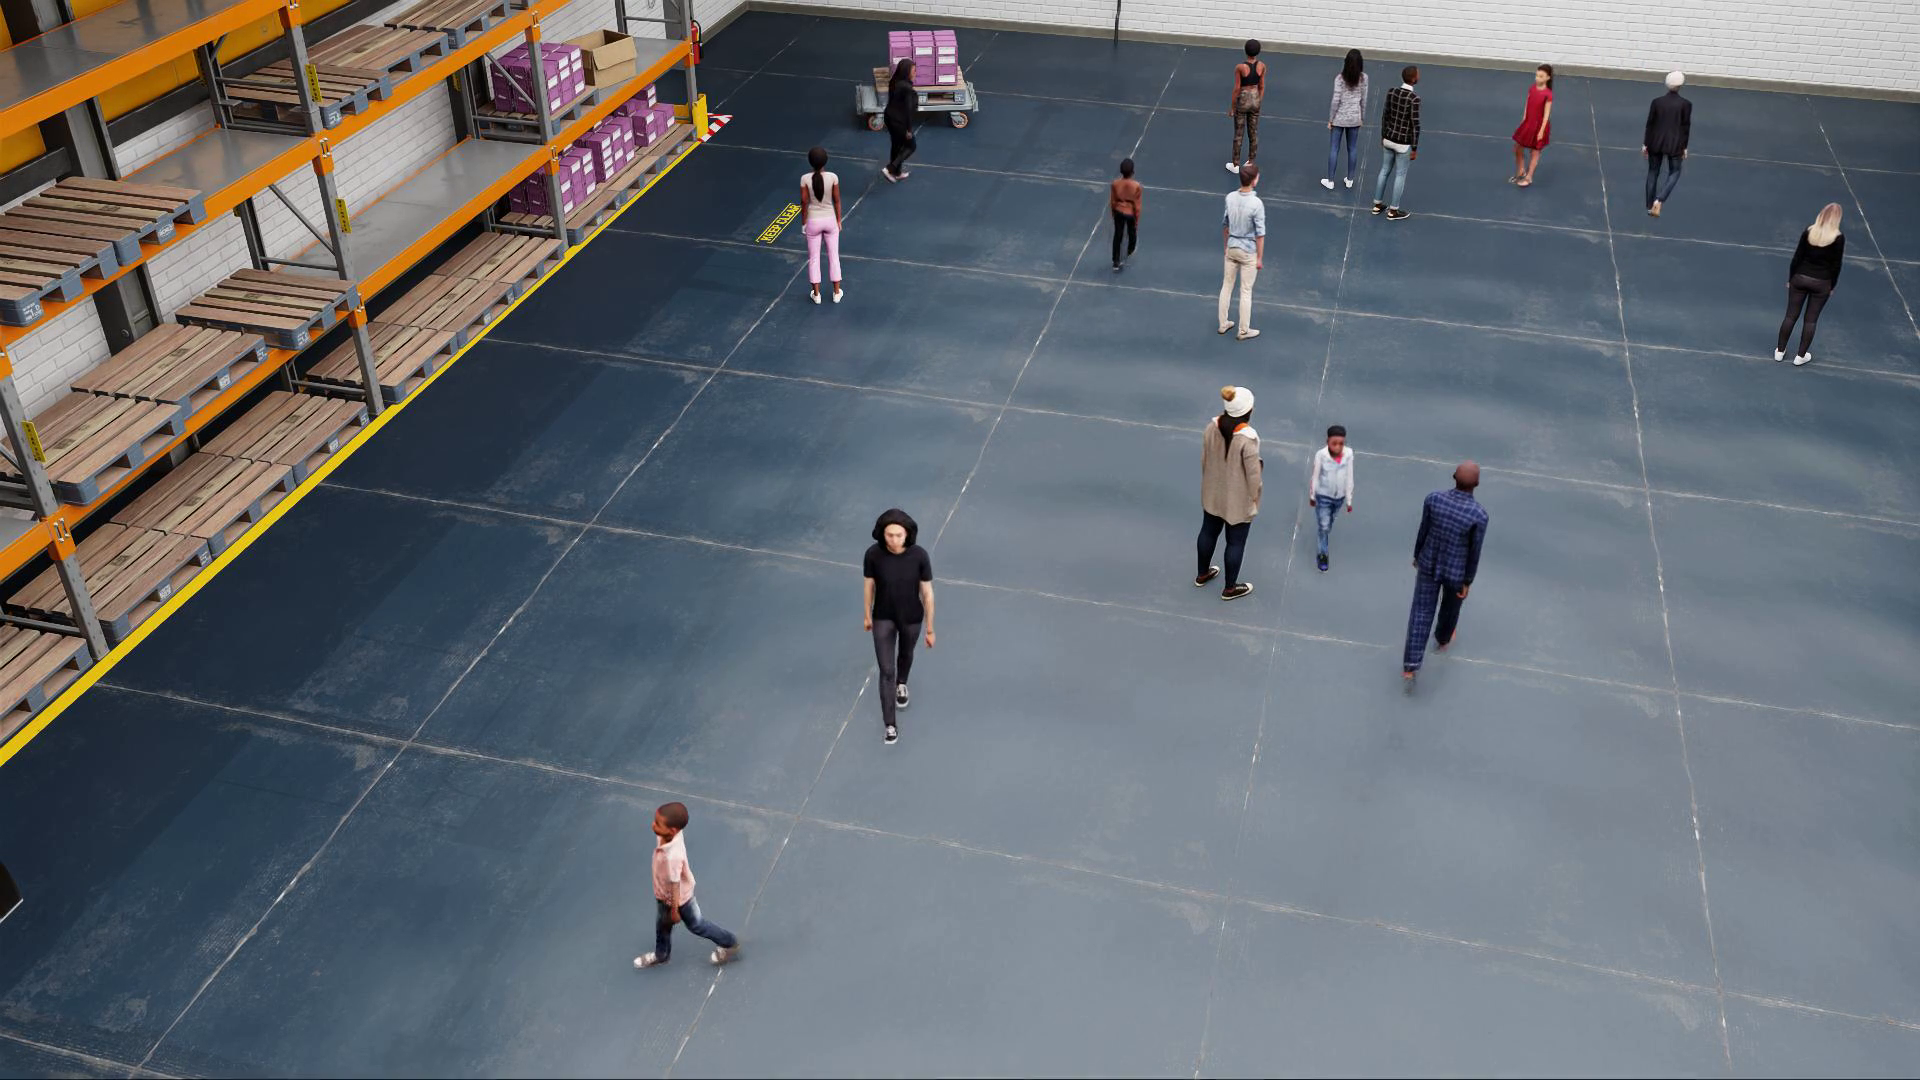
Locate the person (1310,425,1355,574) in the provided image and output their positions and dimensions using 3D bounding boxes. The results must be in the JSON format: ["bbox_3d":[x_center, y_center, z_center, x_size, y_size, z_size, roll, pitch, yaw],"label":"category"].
[{"bbox_3d":[3.081,-0.423,13.808,0.645,1.239,0.922,-1,34,-1],"label":"person"}]

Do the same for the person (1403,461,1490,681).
[{"bbox_3d":[3.550,0.248,12.304,0.823,1.786,1.206,16,37,22],"label":"person"}]

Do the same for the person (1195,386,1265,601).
[{"bbox_3d":[2.120,-0.400,13.189,0.857,1.887,0.823,-26,41,-33],"label":"person"}]

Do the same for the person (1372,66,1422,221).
[{"bbox_3d":[5.204,-4.735,19.772,0.763,1.819,0.740,-23,40,-31],"label":"person"}]

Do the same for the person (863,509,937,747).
[{"bbox_3d":[-0.437,0.490,11.927,0.891,1.802,1.177,-1,34,-2],"label":"person"}]

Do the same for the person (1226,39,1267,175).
[{"bbox_3d":[3.628,-5.488,21.012,0.660,1.700,0.673,-7,34,-11],"label":"person"}]

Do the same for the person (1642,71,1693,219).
[{"bbox_3d":[8.126,-4.482,19.078,0.878,1.773,0.830,22,40,30],"label":"person"}]

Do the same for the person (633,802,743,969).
[{"bbox_3d":[-1.635,2.087,9.982,0.853,1.295,0.900,-9,35,-14],"label":"person"}]

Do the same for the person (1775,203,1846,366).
[{"bbox_3d":[8.499,-2.559,16.619,0.683,1.685,0.674,25,41,32],"label":"person"}]

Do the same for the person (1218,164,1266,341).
[{"bbox_3d":[2.894,-2.965,17.084,0.733,1.847,0.730,29,43,36],"label":"person"}]

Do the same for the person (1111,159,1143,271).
[{"bbox_3d":[1.832,-3.625,18.640,0.558,1.224,0.867,11,35,16],"label":"person"}]

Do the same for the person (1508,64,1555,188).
[{"bbox_3d":[7.194,-5.165,20.667,0.777,1.544,0.716,-21,39,-28],"label":"person"}]

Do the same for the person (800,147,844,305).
[{"bbox_3d":[-1.485,-3.373,17.793,0.651,1.741,0.637,-5,34,-7],"label":"person"}]

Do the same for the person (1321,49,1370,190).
[{"bbox_3d":[4.776,-5.209,20.563,0.680,1.733,0.657,-5,34,-7],"label":"person"}]

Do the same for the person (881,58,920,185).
[{"bbox_3d":[-0.792,-5.136,20.577,0.992,1.595,0.937,-25,41,-33],"label":"person"}]
